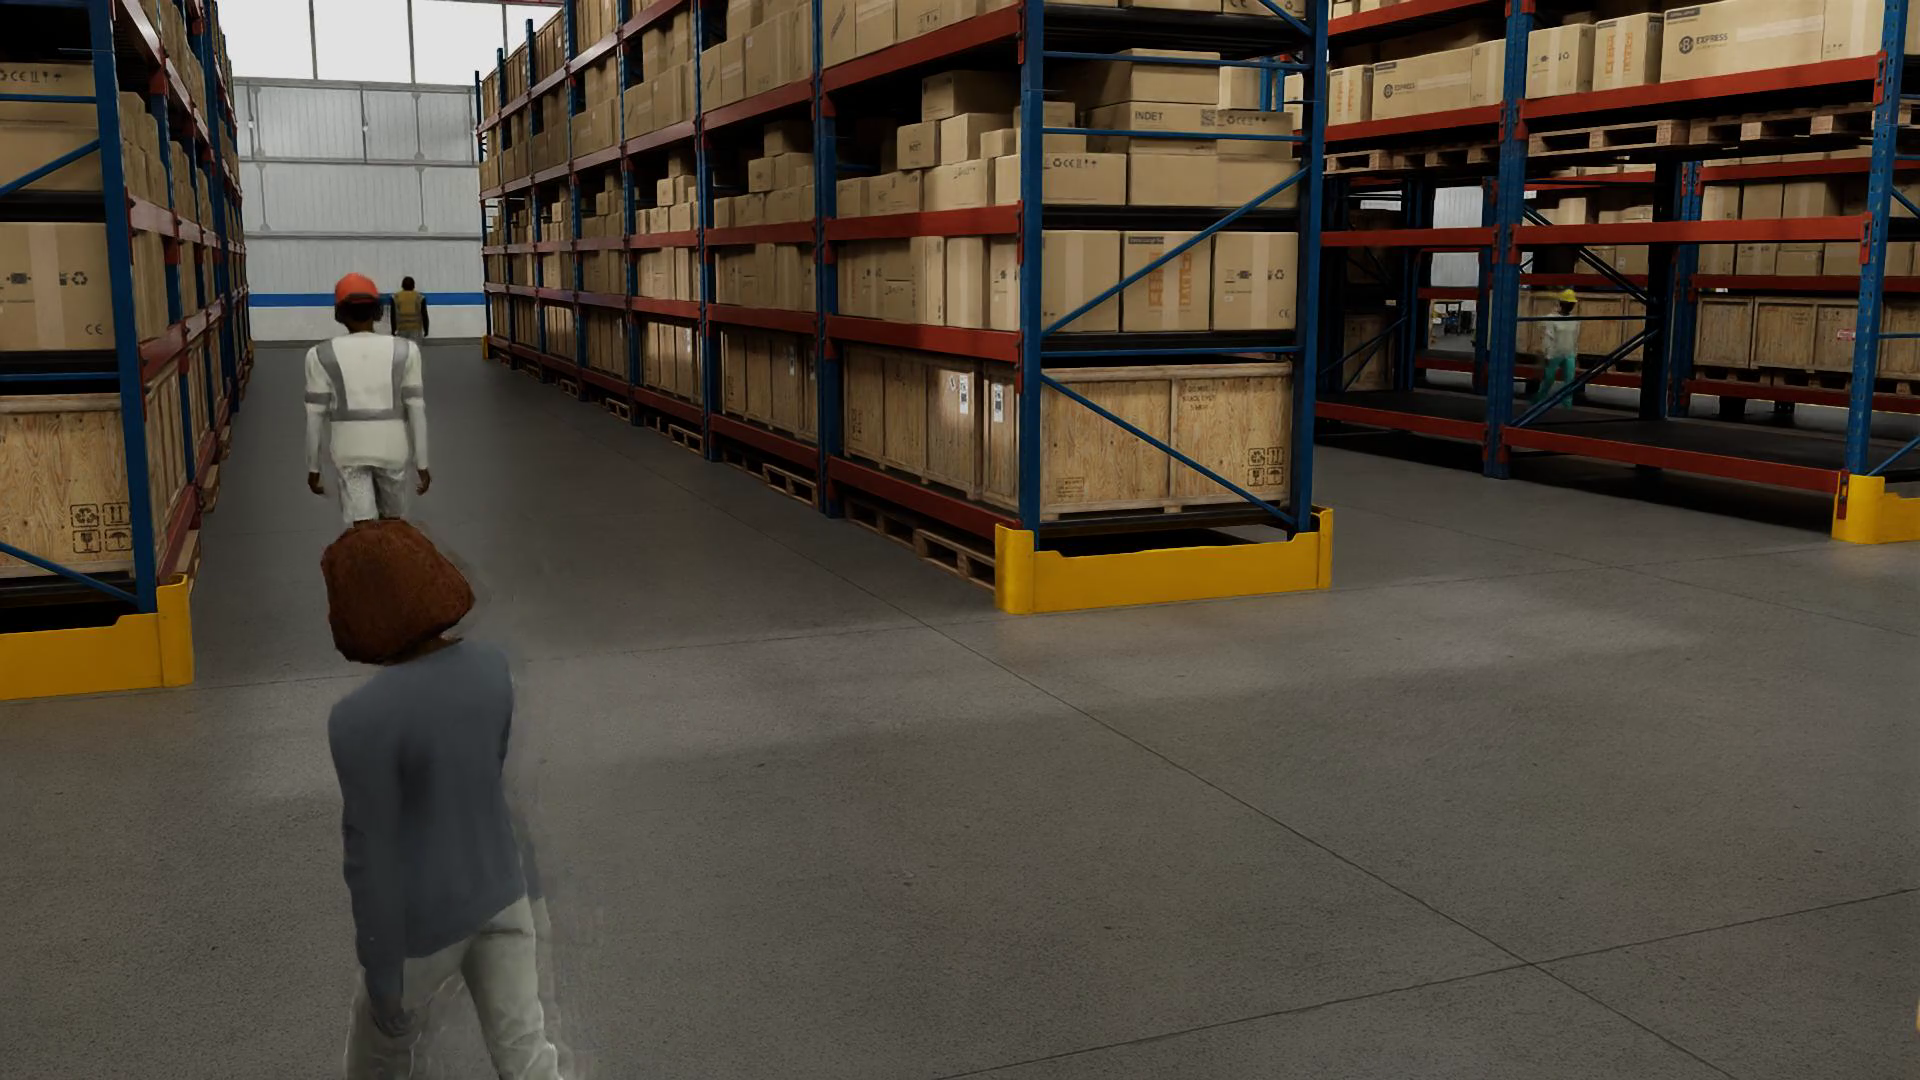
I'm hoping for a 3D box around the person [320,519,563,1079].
[{"bbox_3d":[-1.075,0.741,3.290,0.846,1.585,0.523,5,11,26],"label":"person"}]

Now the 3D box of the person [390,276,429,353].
[{"bbox_3d":[-9.891,-3.827,29.950,0.650,1.819,0.638,-2,10,-13],"label":"person"}]

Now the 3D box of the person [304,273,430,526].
[{"bbox_3d":[-3.317,-0.469,9.279,0.626,1.998,1.016,-4,10,-25],"label":"person"}]

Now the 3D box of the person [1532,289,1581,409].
[{"bbox_3d":[7.799,-2.407,21.692,0.528,1.738,0.760,-1,10,-7],"label":"person"}]

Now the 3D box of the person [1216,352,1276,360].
[{"bbox_3d":[2.393,-1.254,14.310,0.639,1.902,0.406,-3,10,-16],"label":"person"}]
